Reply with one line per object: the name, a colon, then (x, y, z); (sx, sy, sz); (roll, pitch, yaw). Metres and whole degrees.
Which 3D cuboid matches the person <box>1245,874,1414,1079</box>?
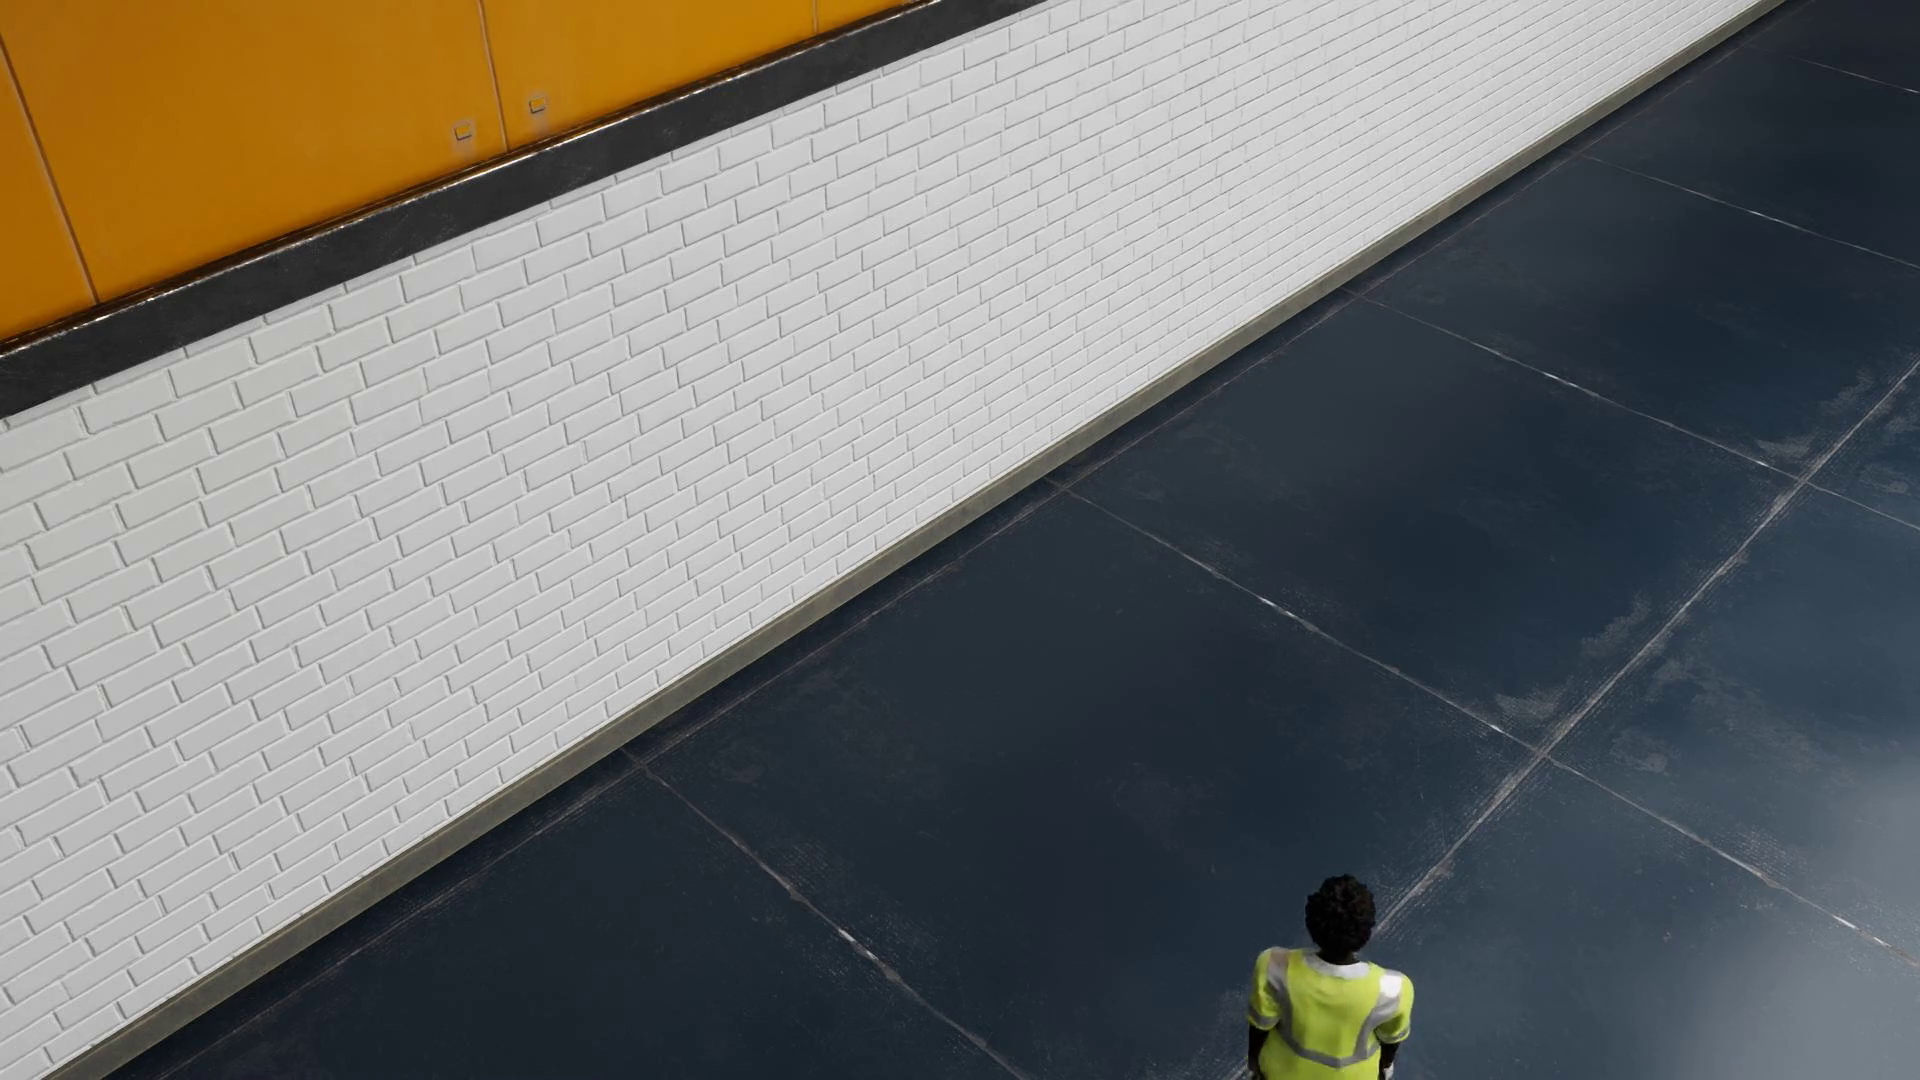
person: (1.178, 1.792, 5.543); (0.524, 1.678, 0.629); (13, 40, 16)
